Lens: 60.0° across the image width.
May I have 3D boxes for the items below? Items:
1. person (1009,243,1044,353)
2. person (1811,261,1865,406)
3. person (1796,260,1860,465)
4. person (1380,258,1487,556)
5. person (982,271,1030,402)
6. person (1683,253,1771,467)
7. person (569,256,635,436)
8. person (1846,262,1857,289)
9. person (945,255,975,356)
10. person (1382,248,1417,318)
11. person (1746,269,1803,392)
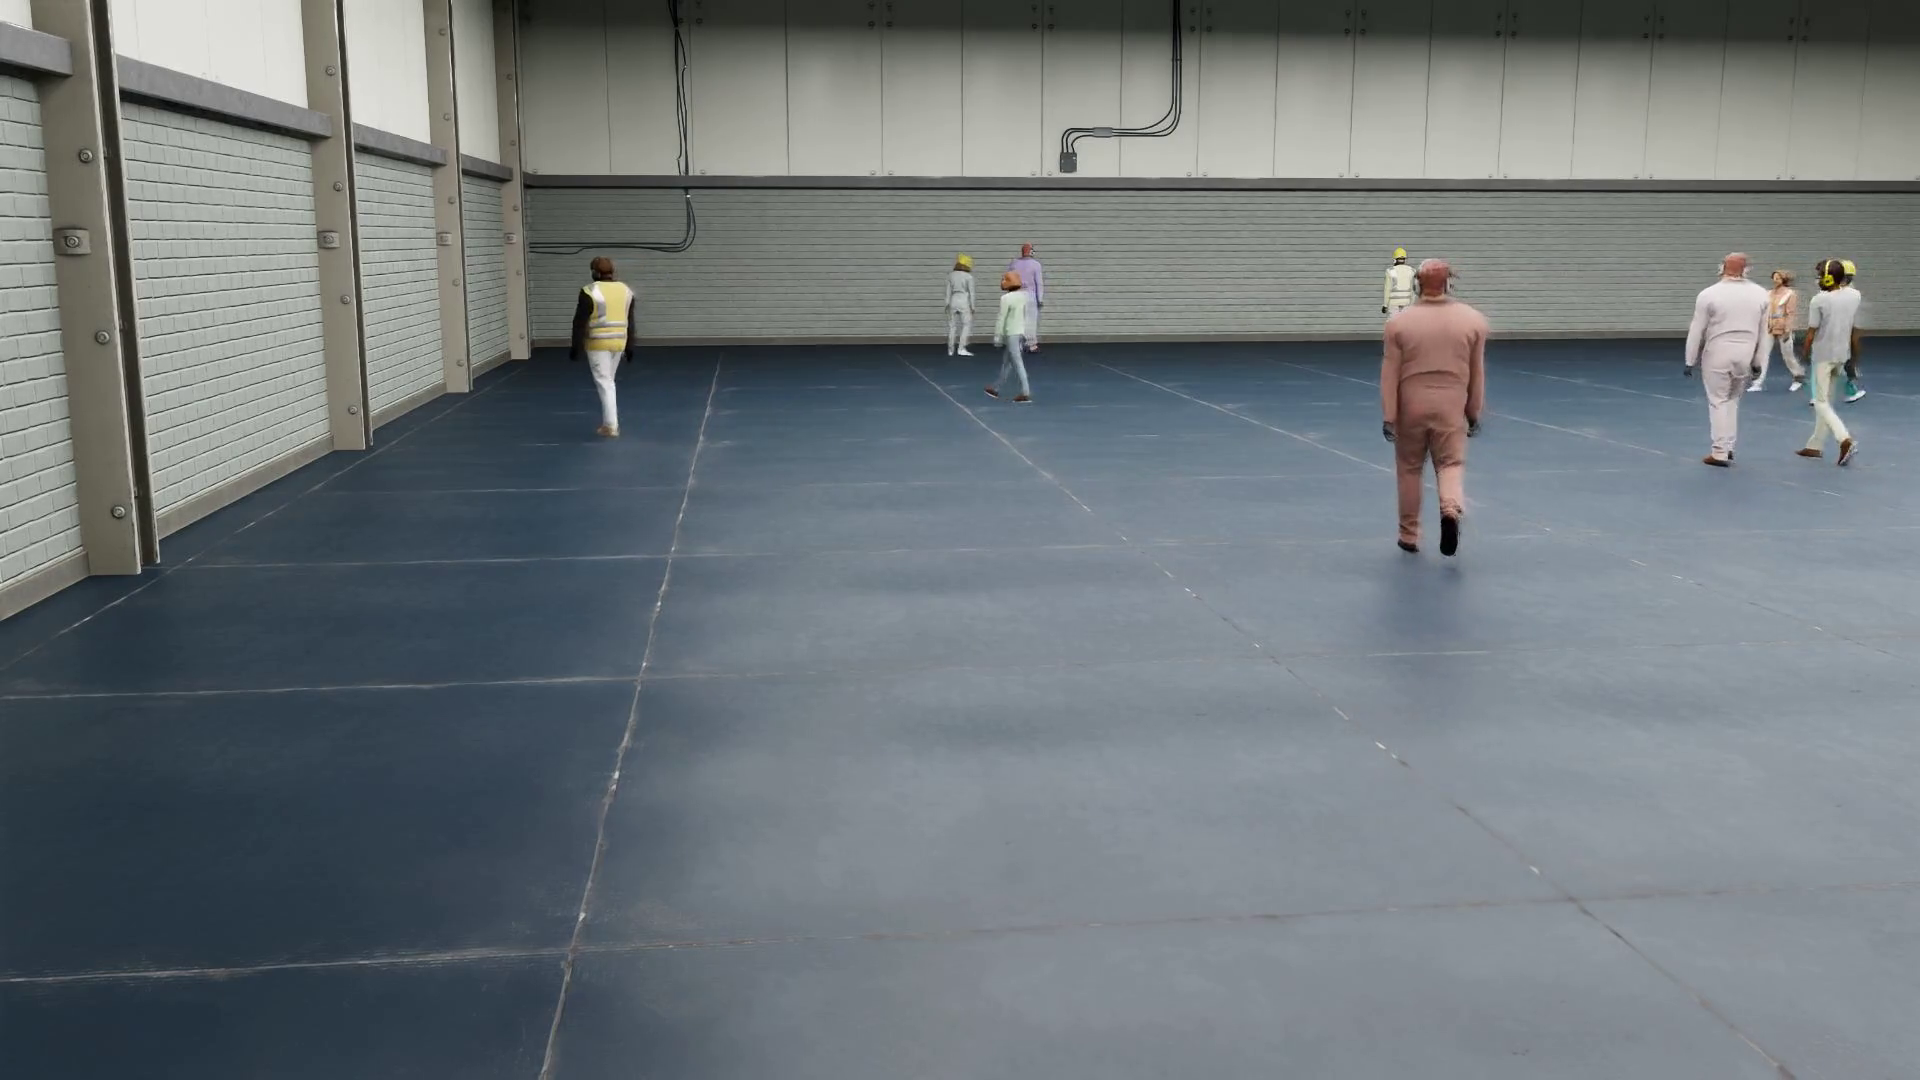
[{"bbox_3d":[1.176,-4.203,28.988,0.652,1.904,0.403,6,12,31],"label":"person"},{"bbox_3d":[10.605,-2.482,20.029,0.877,1.717,0.547,-6,12,-32],"label":"person"},{"bbox_3d":[7.827,-1.596,14.927,0.545,1.833,0.835,-2,11,-12],"label":"person"},{"bbox_3d":[2.971,-0.823,10.492,0.655,1.889,0.710,1,10,7],"label":"person"},{"bbox_3d":[0.555,-2.506,20.500,0.801,1.592,0.523,6,12,31],"label":"person"},{"bbox_3d":[6.773,-1.605,14.817,0.671,1.872,0.658,-1,10,-3],"label":"person"},{"bbox_3d":[-3.678,-1.971,16.985,0.583,1.827,0.635,8,13,36],"label":"person"},{"bbox_3d":[13.832,-3.521,25.985,0.371,1.626,0.537,5,12,27],"label":"person"},{"bbox_3d":[-0.005,-3.980,28.355,0.566,1.715,0.403,6,12,29],"label":"person"},{"bbox_3d":[7.428,-4.022,28.193,0.594,1.832,0.403,-2,11,-13],"label":"person"},{"bbox_3d":[10.754,-2.737,21.771,0.831,1.607,0.523,-4,11,-21],"label":"person"}]
